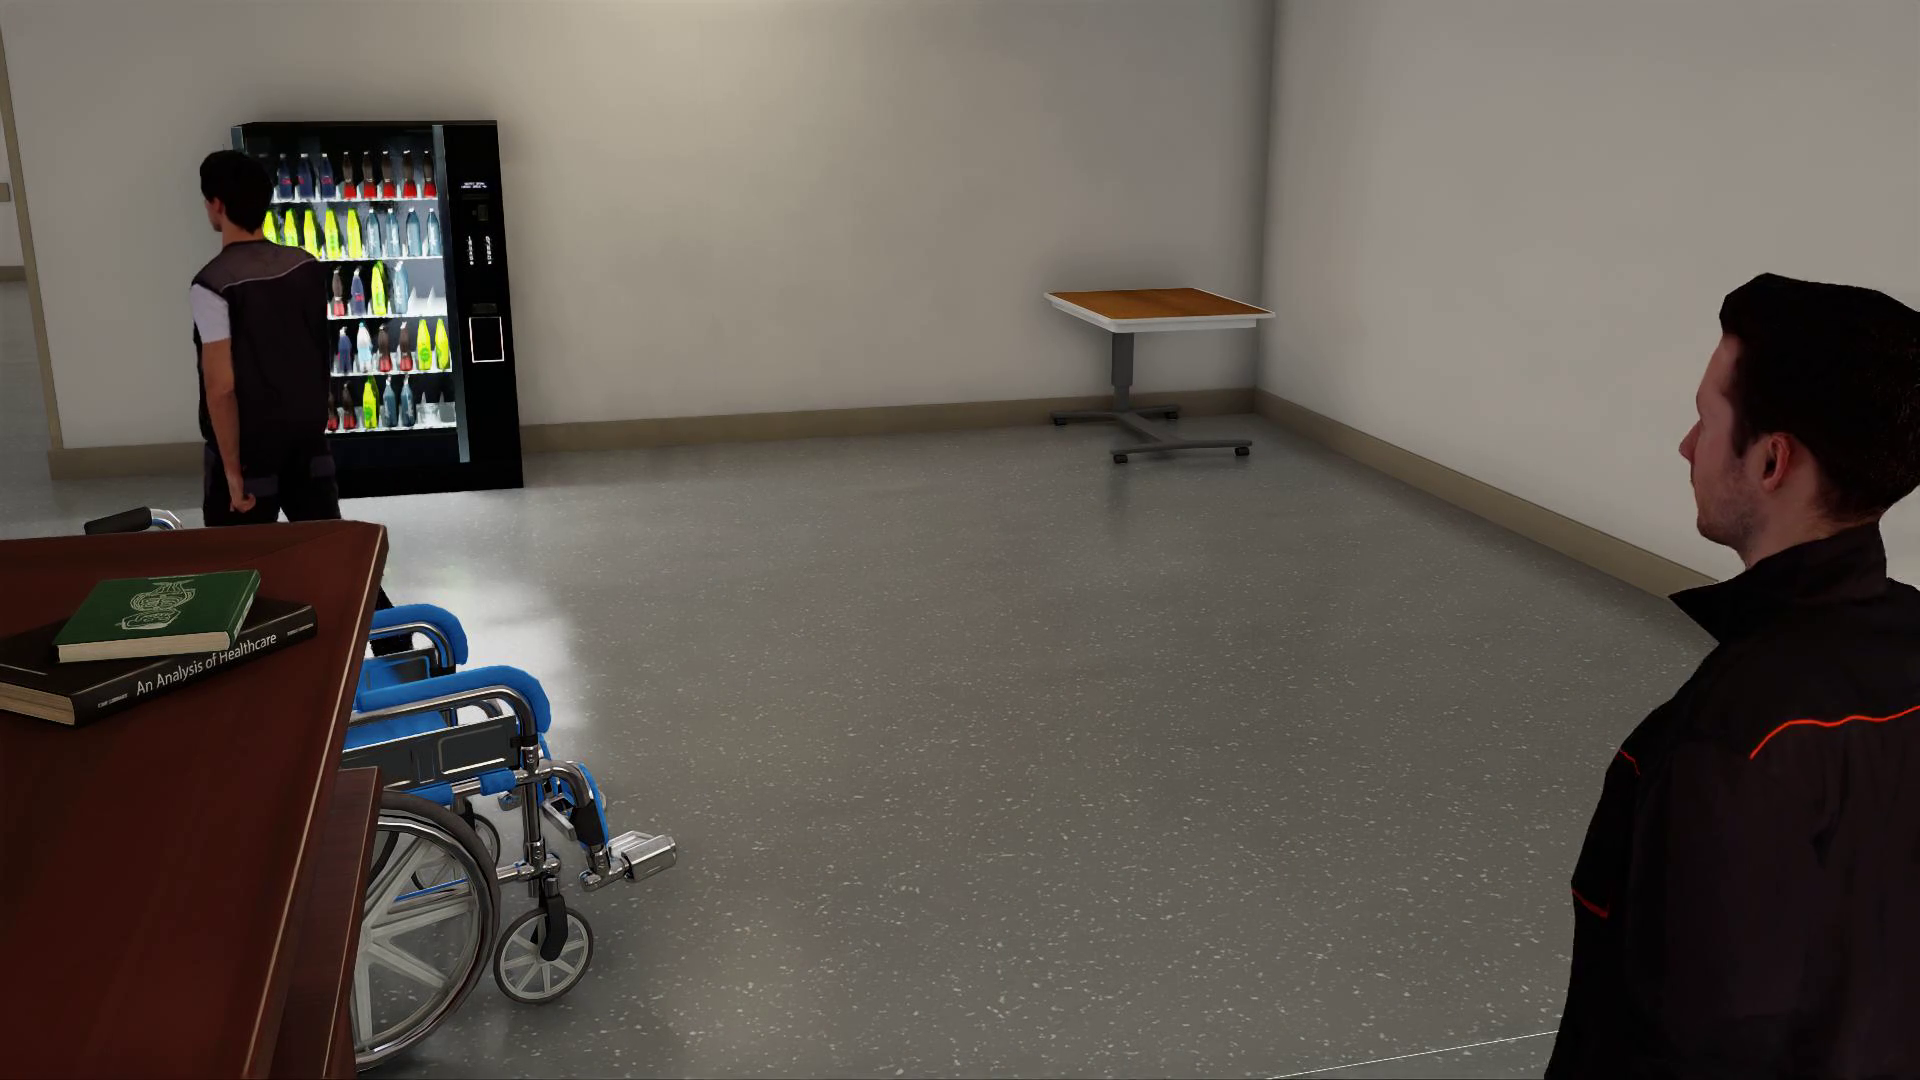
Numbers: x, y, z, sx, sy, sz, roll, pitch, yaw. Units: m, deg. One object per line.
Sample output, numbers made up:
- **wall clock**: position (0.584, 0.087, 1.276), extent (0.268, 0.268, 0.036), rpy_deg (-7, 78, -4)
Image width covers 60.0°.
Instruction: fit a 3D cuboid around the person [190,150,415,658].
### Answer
- **person**: position (-2.113, -0.277, 5.299), extent (1.183, 1.817, 1.132), rpy_deg (9, 18, 30)
